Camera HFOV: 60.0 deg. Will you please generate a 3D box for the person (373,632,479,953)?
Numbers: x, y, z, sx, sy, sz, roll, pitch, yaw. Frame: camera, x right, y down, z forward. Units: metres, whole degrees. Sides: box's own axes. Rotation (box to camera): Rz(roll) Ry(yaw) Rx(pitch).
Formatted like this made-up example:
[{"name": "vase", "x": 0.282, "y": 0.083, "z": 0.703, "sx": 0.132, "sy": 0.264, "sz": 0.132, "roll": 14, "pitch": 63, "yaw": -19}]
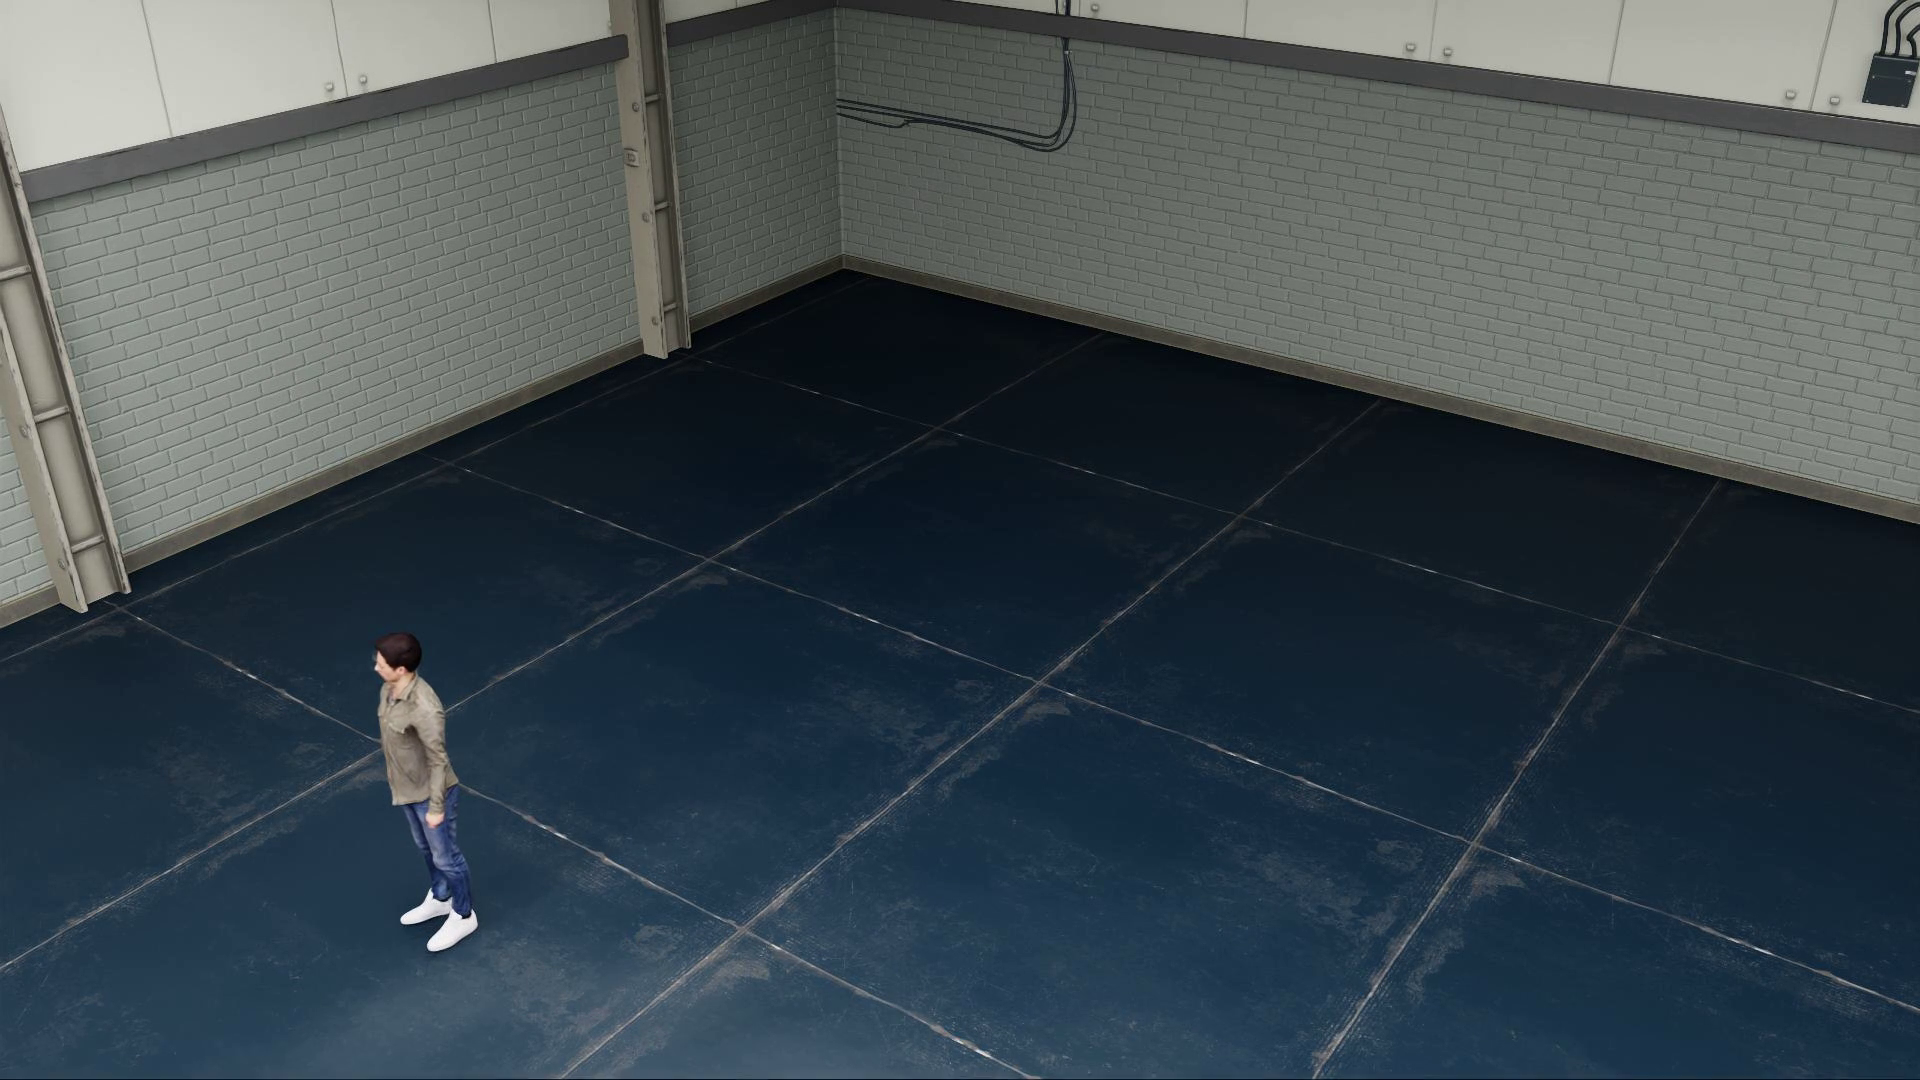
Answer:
[{"name": "person", "x": -2.764, "y": 1.270, "z": 8.628, "sx": 0.679, "sy": 1.868, "sz": 0.757, "roll": -22, "pitch": 35, "yaw": -35}]
